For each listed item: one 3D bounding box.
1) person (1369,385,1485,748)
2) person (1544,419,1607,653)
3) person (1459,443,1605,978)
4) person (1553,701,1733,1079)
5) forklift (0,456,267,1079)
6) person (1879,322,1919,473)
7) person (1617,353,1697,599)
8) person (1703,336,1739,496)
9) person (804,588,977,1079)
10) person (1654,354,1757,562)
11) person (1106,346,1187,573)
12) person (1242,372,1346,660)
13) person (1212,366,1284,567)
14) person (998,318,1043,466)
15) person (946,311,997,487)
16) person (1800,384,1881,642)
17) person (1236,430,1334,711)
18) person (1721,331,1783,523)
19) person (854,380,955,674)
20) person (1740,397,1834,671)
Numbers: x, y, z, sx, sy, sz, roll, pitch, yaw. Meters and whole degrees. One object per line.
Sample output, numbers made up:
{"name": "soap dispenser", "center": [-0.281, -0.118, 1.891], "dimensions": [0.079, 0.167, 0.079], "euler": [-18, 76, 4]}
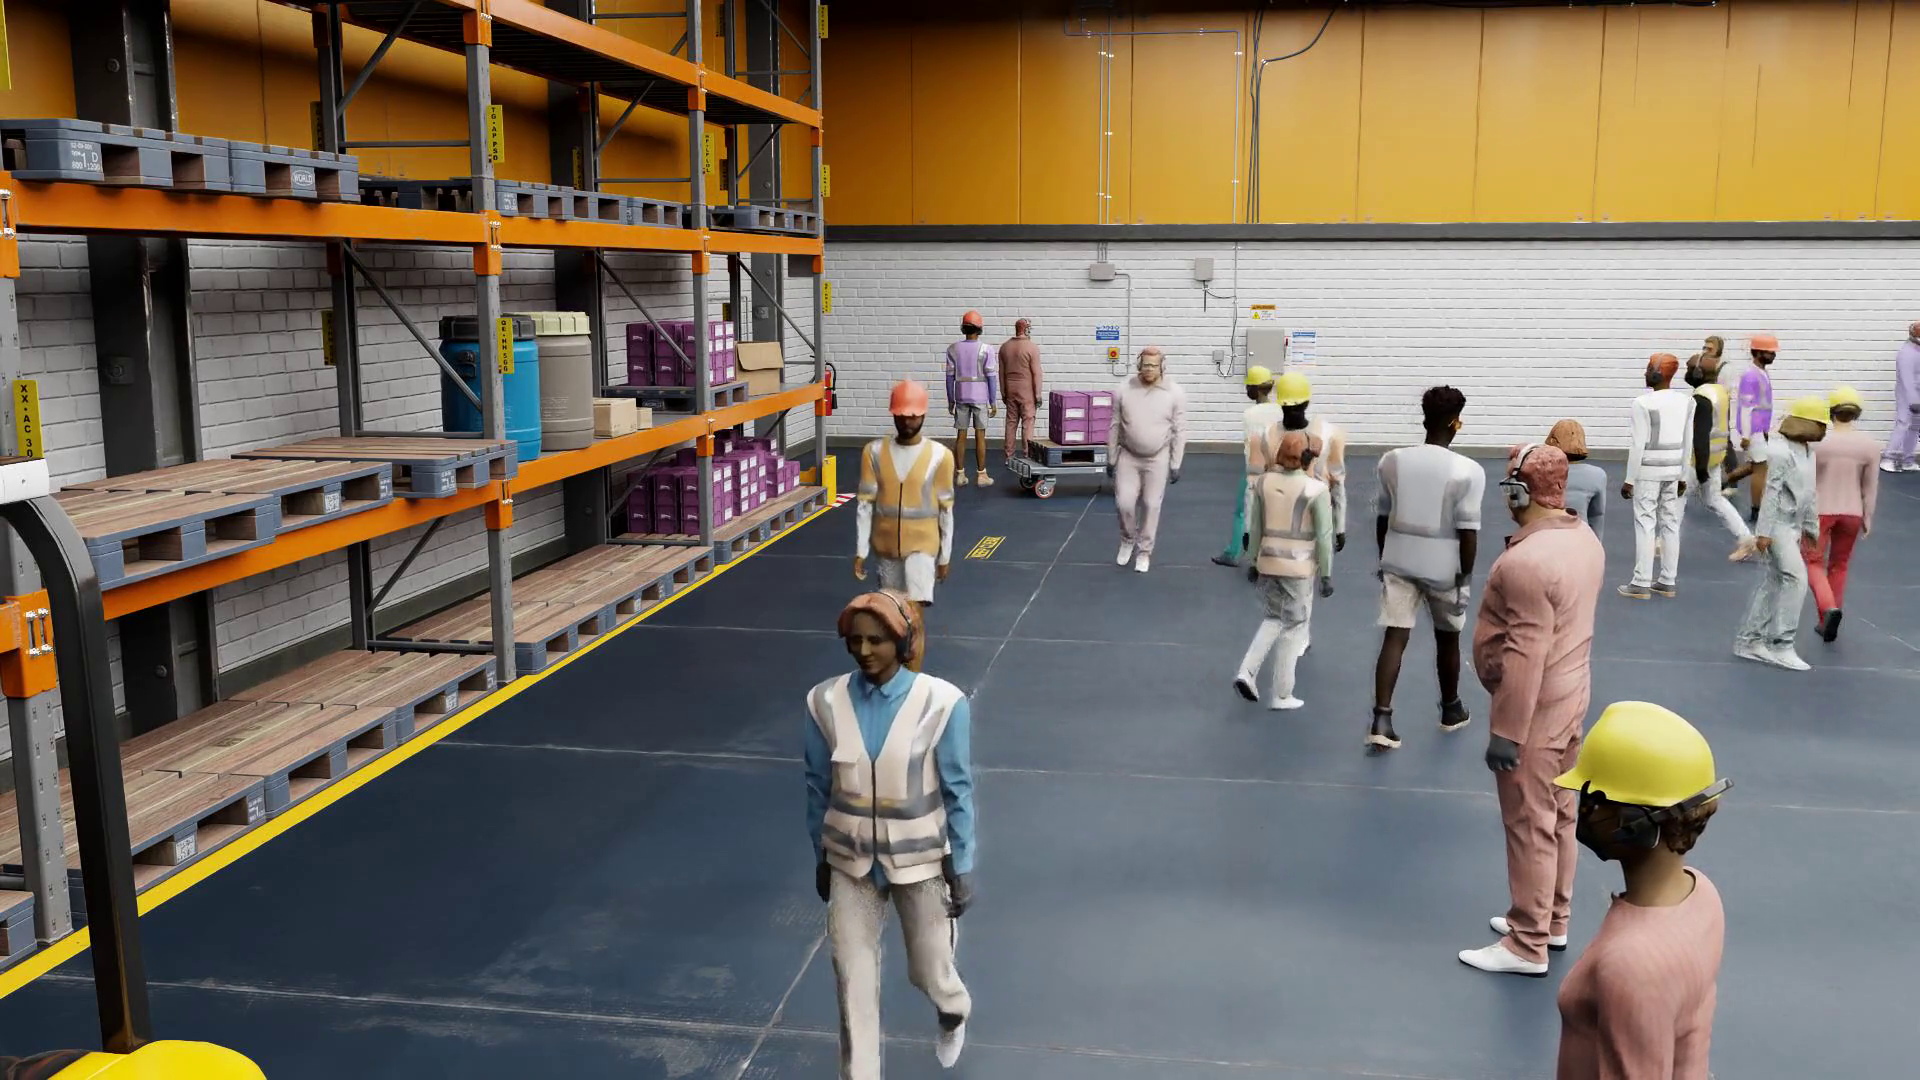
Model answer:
{"name": "person", "center": [2.451, 0.138, 8.804], "dimensions": [0.624, 1.925, 0.981], "euler": [6, 11, 34]}
{"name": "person", "center": [3.584, 0.094, 9.921], "dimensions": [0.500, 1.633, 0.280], "euler": [-1, 9, -7]}
{"name": "person", "center": [2.031, 0.603, 5.957], "dimensions": [0.401, 1.905, 0.642], "euler": [7, 12, 38]}
{"name": "person", "center": [1.177, 1.155, 2.970], "dimensions": [0.312, 1.767, 0.533], "euler": [6, 11, 32]}
{"name": "forklift", "center": [-2.328, 0.975, 2.765], "dimensions": [2.313, 2.155, 1.214], "euler": [1, 9, 9]}
{"name": "person", "center": [11.790, -1.766, 20.658], "dimensions": [0.466, 1.879, 0.767], "euler": [9, 13, 43]}
{"name": "person", "center": [5.326, -0.485, 12.726], "dimensions": [0.585, 1.881, 0.344], "euler": [-3, 10, -20]}
{"name": "person", "center": [8.281, -1.353, 18.367], "dimensions": [0.975, 1.787, 0.529], "euler": [-3, 10, -19]}
{"name": "person", "center": [-0.182, 0.923, 4.852], "dimensions": [0.517, 1.624, 0.656], "euler": [3, 10, 15]}
{"name": "person", "center": [6.435, -0.703, 14.322], "dimensions": [0.925, 1.803, 0.626], "euler": [7, 12, 38]}
{"name": "person", "center": [1.541, -0.663, 13.811], "dimensions": [0.661, 1.886, 0.415], "euler": [2, 9, 11]}
{"name": "person", "center": [2.084, -0.117, 10.480], "dimensions": [0.609, 1.865, 1.004], "euler": [4, 10, 26]}
{"name": "person", "center": [2.545, -0.586, 13.854], "dimensions": [0.529, 1.724, 0.897], "euler": [-7, 11, -35]}
{"name": "person", "center": [0.806, -1.882, 21.269], "dimensions": [0.651, 1.906, 0.402], "euler": [8, 12, 40]}
{"name": "person", "center": [0.146, -1.636, 19.335], "dimensions": [0.614, 2.040, 0.378], "euler": [4, 10, 21]}
{"name": "person", "center": [5.878, -0.163, 11.156], "dimensions": [0.521, 1.751, 0.688], "euler": [2, 9, 10]}
{"name": "person", "center": [1.861, 0.182, 9.430], "dimensions": [0.372, 1.626, 0.524], "euler": [-8, 12, -40]}
{"name": "person", "center": [7.834, -1.121, 16.555], "dimensions": [0.724, 1.916, 0.556], "euler": [6, 11, 32]}
{"name": "person", "center": [-0.303, 0.021, 9.573], "dimensions": [0.542, 1.899, 0.977], "euler": [2, 9, 12]}
{"name": "person", "center": [5.294, -0.046, 10.505], "dimensions": [0.506, 1.708, 0.645], "euler": [-8, 12, -40]}
